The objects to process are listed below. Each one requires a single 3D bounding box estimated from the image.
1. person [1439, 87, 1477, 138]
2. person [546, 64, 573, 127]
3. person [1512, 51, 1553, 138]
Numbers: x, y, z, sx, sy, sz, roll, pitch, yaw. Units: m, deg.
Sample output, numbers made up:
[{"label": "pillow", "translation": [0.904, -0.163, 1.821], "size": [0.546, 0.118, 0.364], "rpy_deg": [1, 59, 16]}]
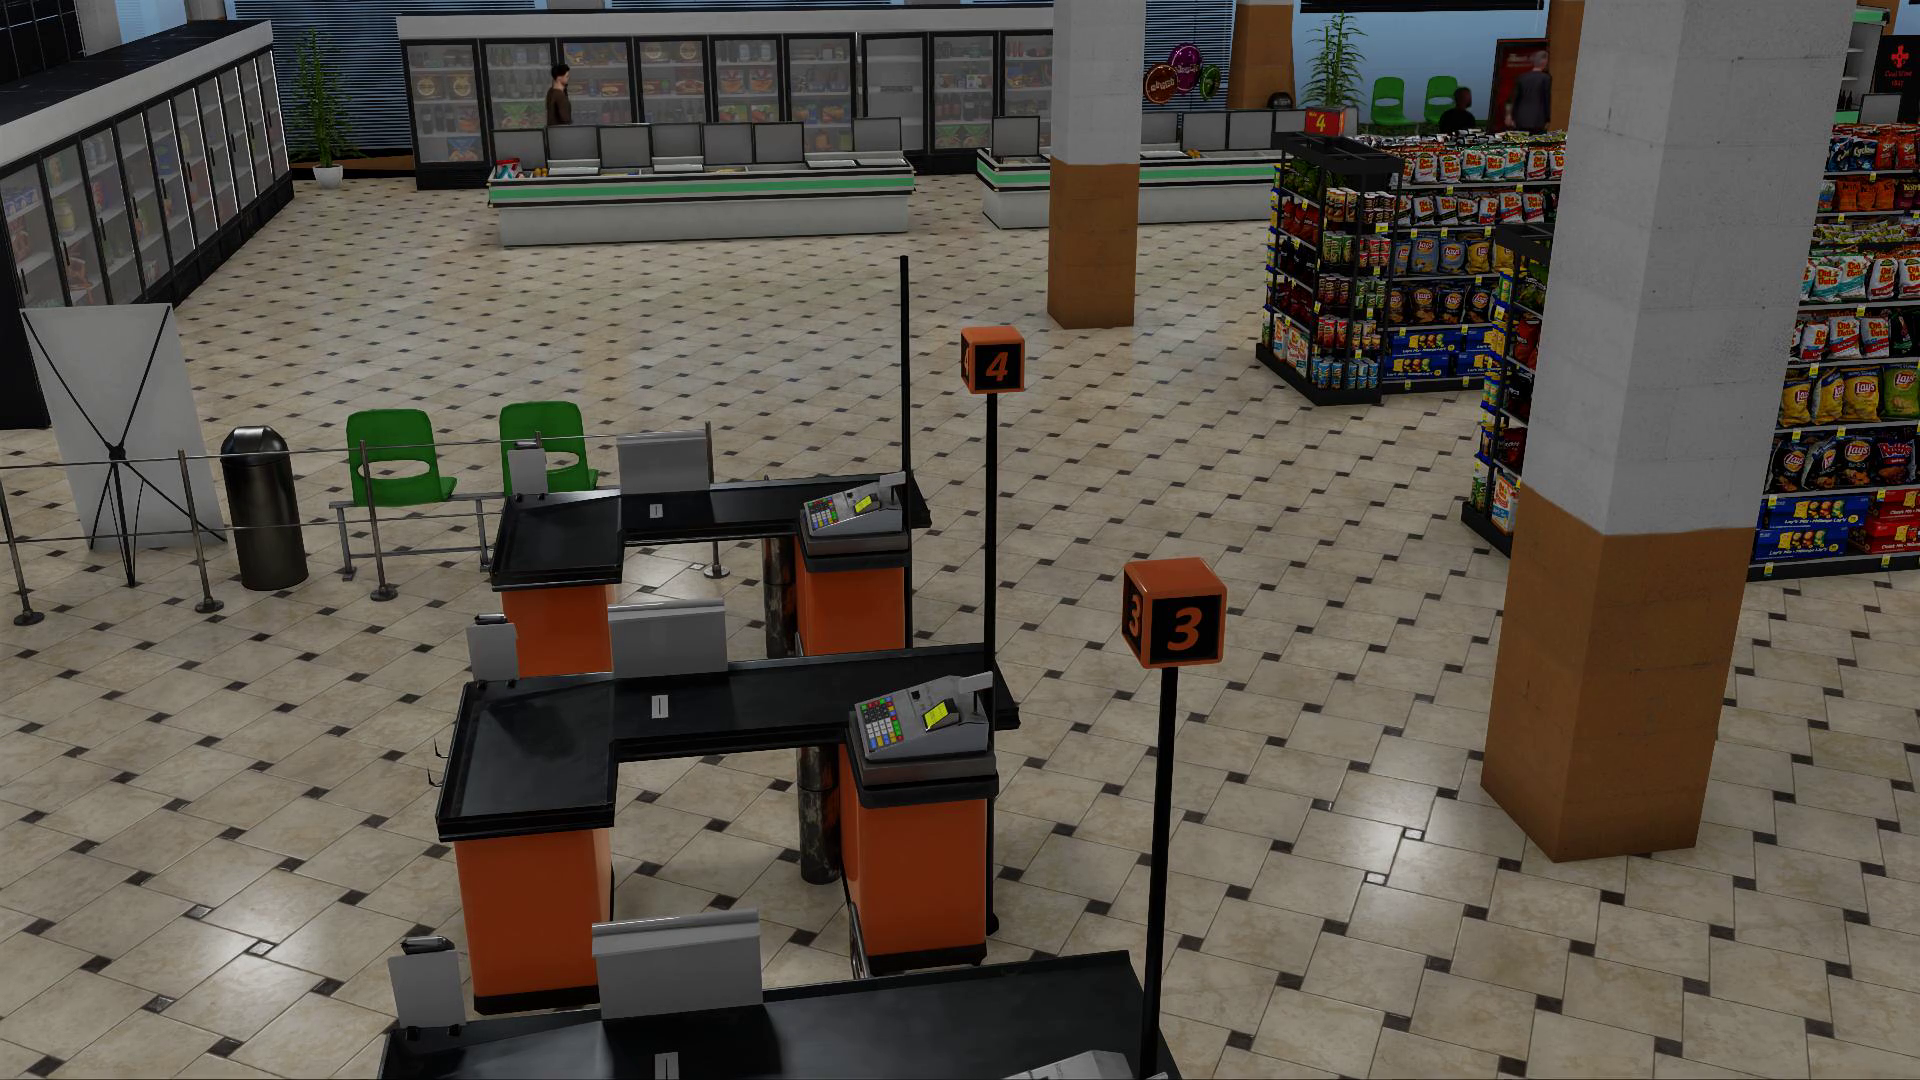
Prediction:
[{"label": "person", "translation": [5.602, -4.251, 19.123], "size": [1.229, 1.782, 0.812], "rpy_deg": [-8, 23, -19]}, {"label": "person", "translation": [-5.107, -5.022, 20.934], "size": [0.976, 1.863, 0.864], "rpy_deg": [-14, 26, -31]}, {"label": "person", "translation": [7.821, -5.766, 22.857], "size": [1.096, 1.810, 0.965], "rpy_deg": [-17, 27, -35]}]
